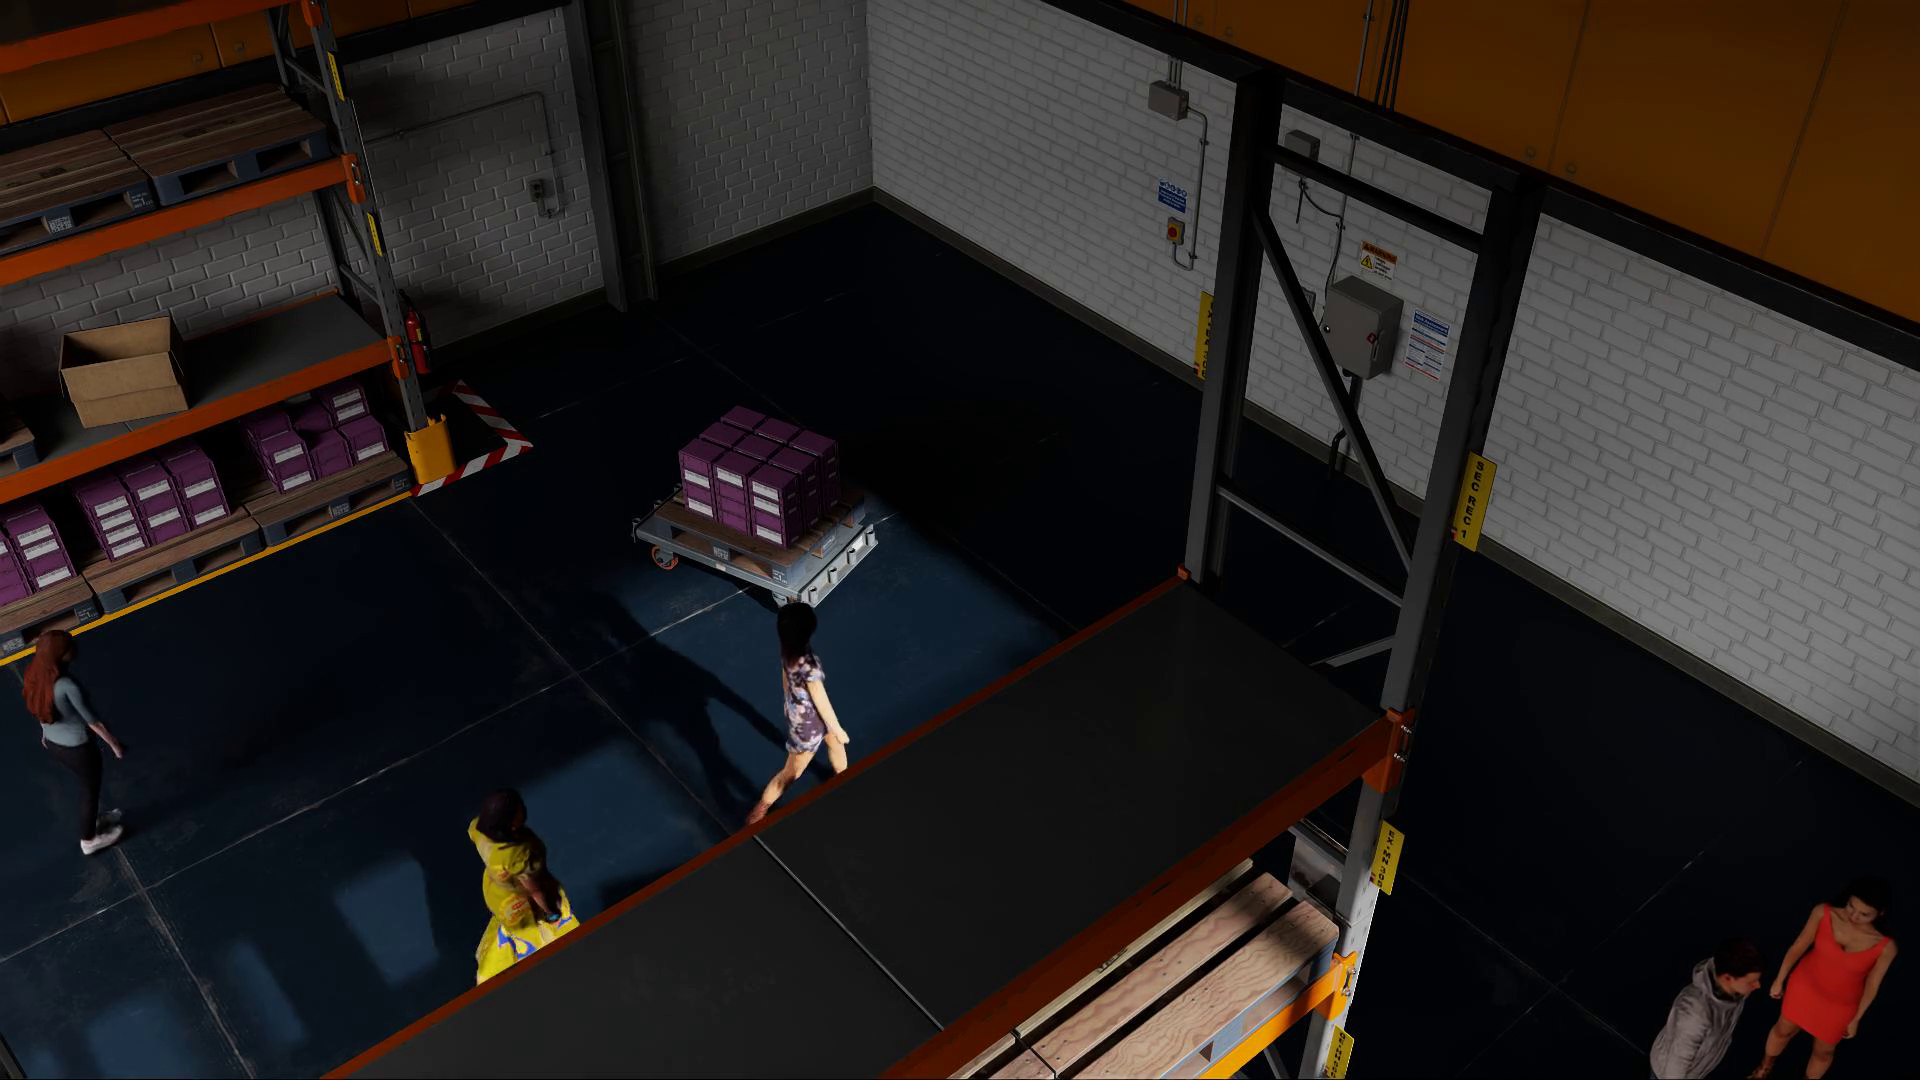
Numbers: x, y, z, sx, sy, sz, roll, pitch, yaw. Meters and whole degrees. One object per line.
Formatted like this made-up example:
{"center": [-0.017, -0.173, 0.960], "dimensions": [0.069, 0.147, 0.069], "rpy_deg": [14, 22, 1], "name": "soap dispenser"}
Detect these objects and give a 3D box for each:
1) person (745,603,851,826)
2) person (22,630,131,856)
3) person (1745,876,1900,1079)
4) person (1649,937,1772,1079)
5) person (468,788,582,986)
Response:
{"center": [-1.003, 1.117, 10.074], "dimensions": [1.206, 1.691, 0.883], "rpy_deg": [-12, 40, -15], "name": "person"}
{"center": [-5.315, 1.249, 9.899], "dimensions": [0.706, 1.702, 0.717], "rpy_deg": [14, 41, 16], "name": "person"}
{"center": [4.447, 2.321, 8.545], "dimensions": [0.620, 1.716, 0.564], "rpy_deg": [29, 47, 31], "name": "person"}
{"center": [3.545, 2.538, 8.166], "dimensions": [0.508, 1.850, 0.731], "rpy_deg": [-30, 48, -32], "name": "person"}
{"center": [-2.442, 1.983, 9.023], "dimensions": [0.823, 1.648, 0.946], "rpy_deg": [31, 48, 33], "name": "person"}
